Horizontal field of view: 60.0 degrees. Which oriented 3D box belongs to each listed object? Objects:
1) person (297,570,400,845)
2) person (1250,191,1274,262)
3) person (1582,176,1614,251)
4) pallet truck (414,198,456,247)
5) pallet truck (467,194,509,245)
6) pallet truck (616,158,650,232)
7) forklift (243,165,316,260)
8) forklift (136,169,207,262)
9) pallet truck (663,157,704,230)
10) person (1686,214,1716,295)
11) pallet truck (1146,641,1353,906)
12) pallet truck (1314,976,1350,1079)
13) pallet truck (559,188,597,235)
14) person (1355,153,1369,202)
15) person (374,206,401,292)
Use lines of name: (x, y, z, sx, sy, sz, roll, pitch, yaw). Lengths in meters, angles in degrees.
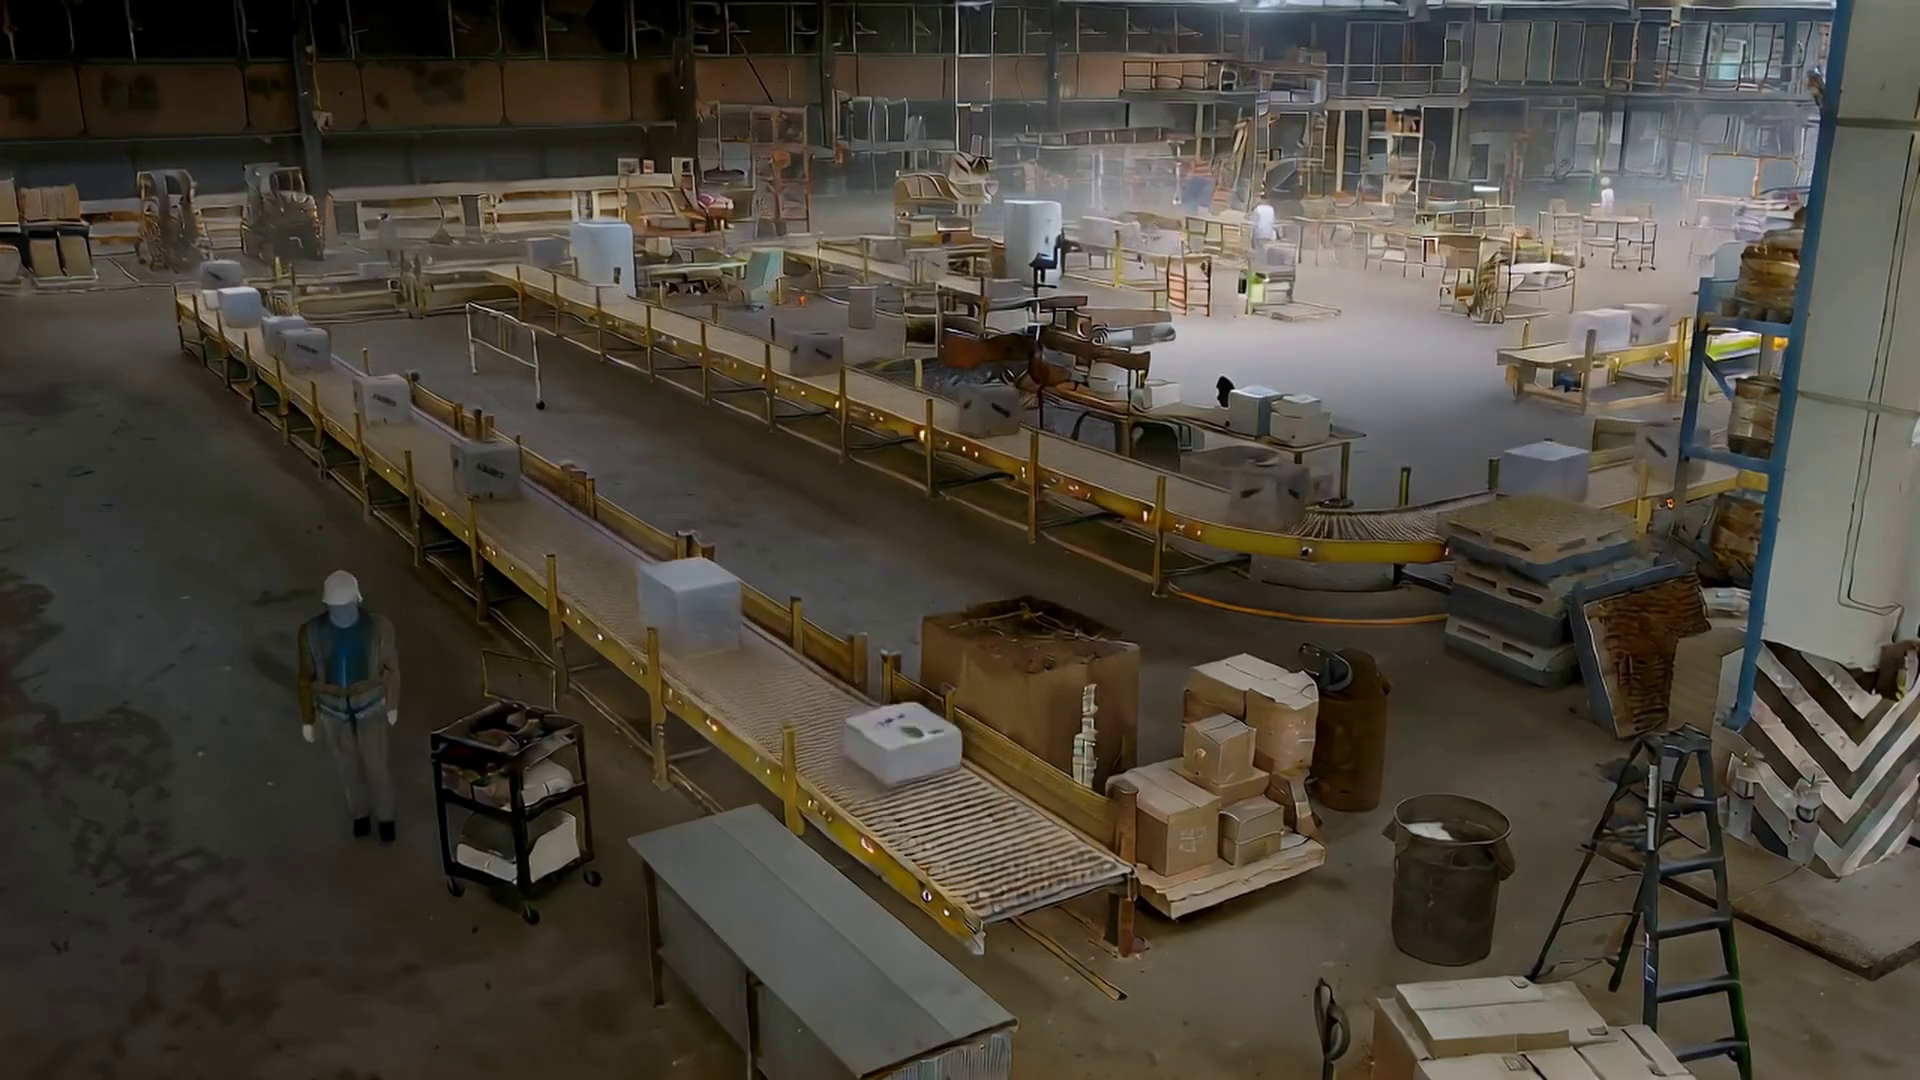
person: (-3.835, 1.073, 10.467, 0.598, 1.814, 0.552, -4, 17, -14)
person: (6.463, -6.448, 35.343, 0.554, 1.912, 0.866, -9, 19, -28)
person: (15.597, -7.953, 40.524, 0.609, 1.801, 0.821, -15, 22, -41)
pallet truck: (-13.250, -8.060, 41.856, 0.680, 1.201, 1.601, -10, 20, -31)
pallet truck: (-11.983, -8.177, 42.137, 0.704, 1.261, 1.522, -11, 20, -33)
pallet truck: (-8.918, -9.176, 44.255, 0.823, 1.965, 1.885, -9, 19, -27)
forklift: (-15.898, -7.669, 38.708, 1.157, 1.987, 2.680, -11, 20, -33)
forklift: (-17.842, -7.318, 37.559, 1.157, 1.987, 2.680, -10, 20, -31)
pallet truck: (-7.586, -9.308, 44.692, 0.823, 1.965, 1.885, -11, 20, -33)
person: (14.879, -5.732, 33.446, 0.504, 1.615, 0.526, -12, 20, -34)
pallet truck: (1.664, 1.407, 10.232, 1.630, 1.274, 0.653, -10, 20, -31)
pallet truck: (2.299, 2.390, 7.086, 1.601, 1.201, 0.680, -2, 17, -7)
pallet truck: (-10.010, -8.652, 43.699, 0.653, 1.274, 1.630, -10, 20, -31)
person: (12.138, -10.771, 50.024, 0.492, 1.721, 0.616, -11, 20, -33)
person: (-11.627, -5.895, 33.764, 0.531, 1.754, 0.400, 9, 19, 27)
